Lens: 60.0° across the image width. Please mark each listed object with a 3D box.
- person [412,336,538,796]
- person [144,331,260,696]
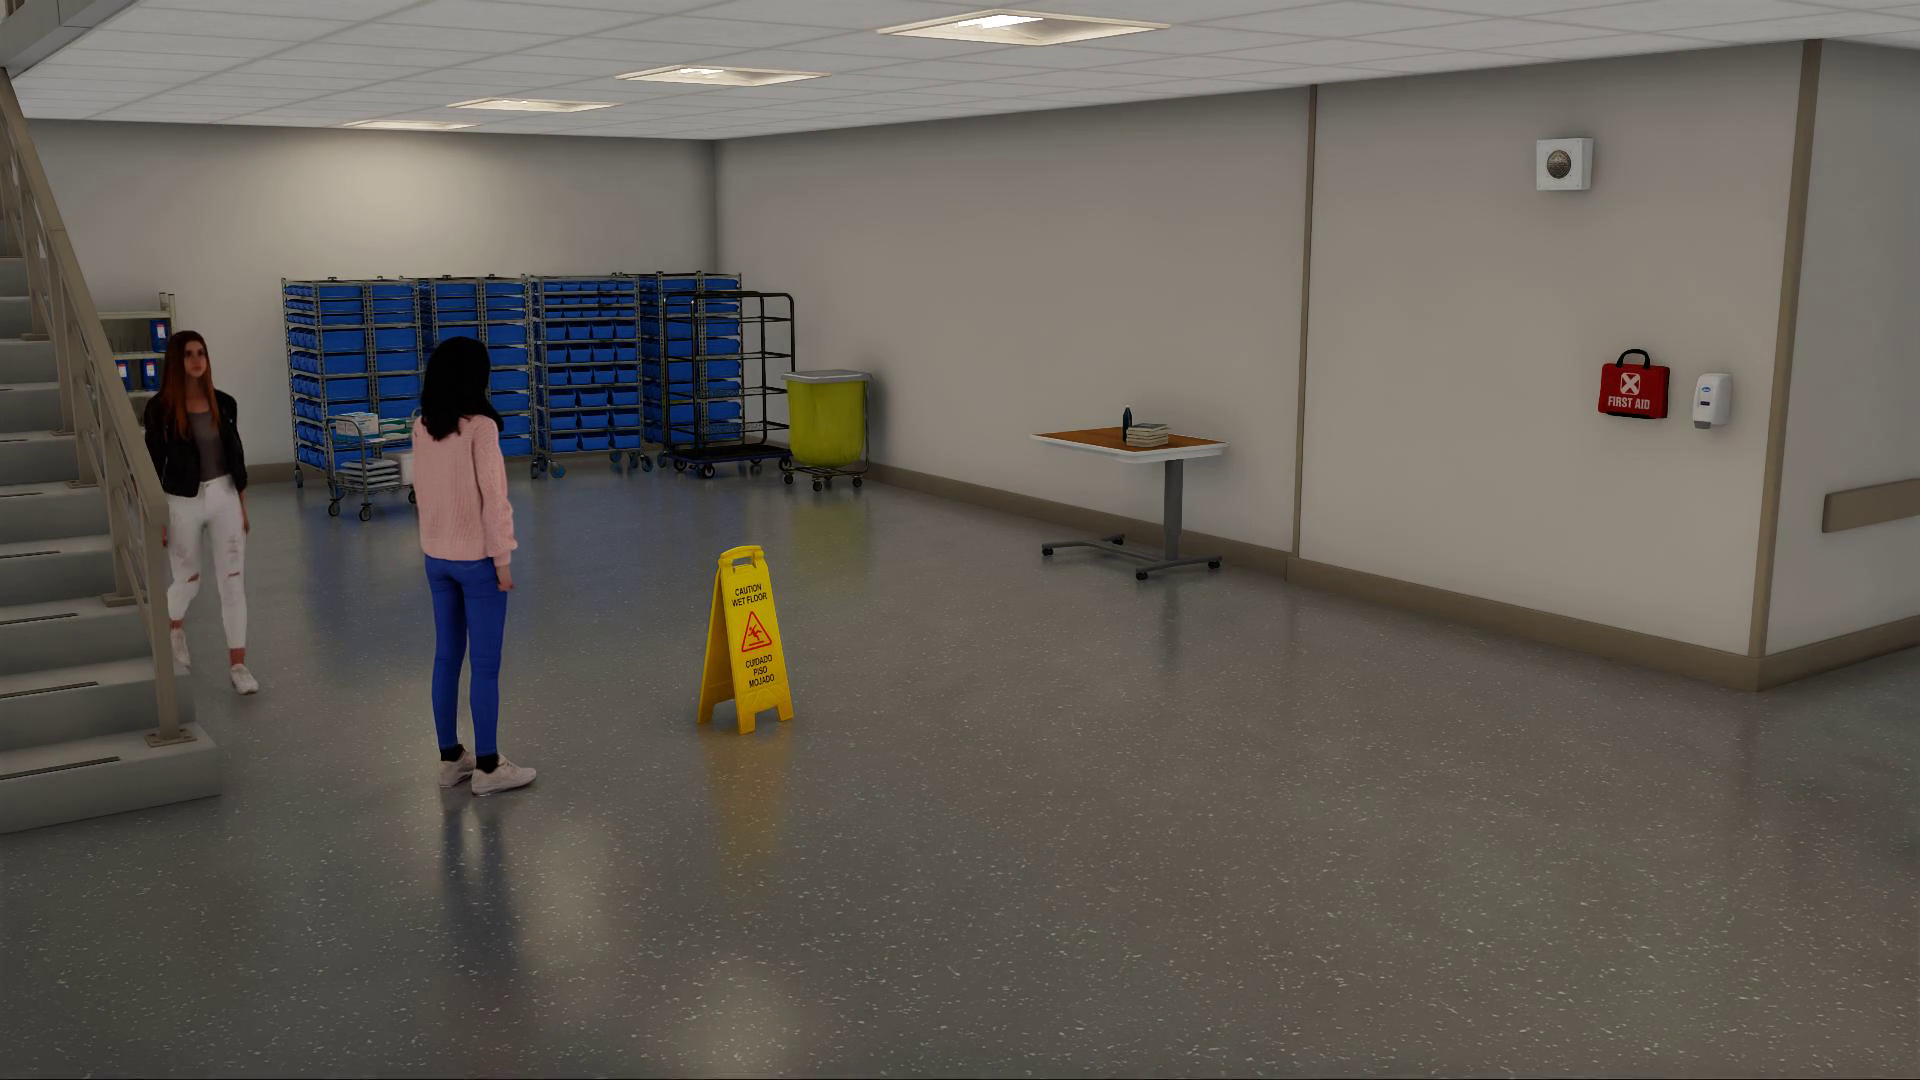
[{"bbox_3d":[-1.920,0.092,6.446,0.603,1.768,0.770,7,13,34],"label":"person"},{"bbox_3d":[-3.609,-0.126,7.848,0.658,1.674,1.077,-9,14,-38],"label":"person"}]
